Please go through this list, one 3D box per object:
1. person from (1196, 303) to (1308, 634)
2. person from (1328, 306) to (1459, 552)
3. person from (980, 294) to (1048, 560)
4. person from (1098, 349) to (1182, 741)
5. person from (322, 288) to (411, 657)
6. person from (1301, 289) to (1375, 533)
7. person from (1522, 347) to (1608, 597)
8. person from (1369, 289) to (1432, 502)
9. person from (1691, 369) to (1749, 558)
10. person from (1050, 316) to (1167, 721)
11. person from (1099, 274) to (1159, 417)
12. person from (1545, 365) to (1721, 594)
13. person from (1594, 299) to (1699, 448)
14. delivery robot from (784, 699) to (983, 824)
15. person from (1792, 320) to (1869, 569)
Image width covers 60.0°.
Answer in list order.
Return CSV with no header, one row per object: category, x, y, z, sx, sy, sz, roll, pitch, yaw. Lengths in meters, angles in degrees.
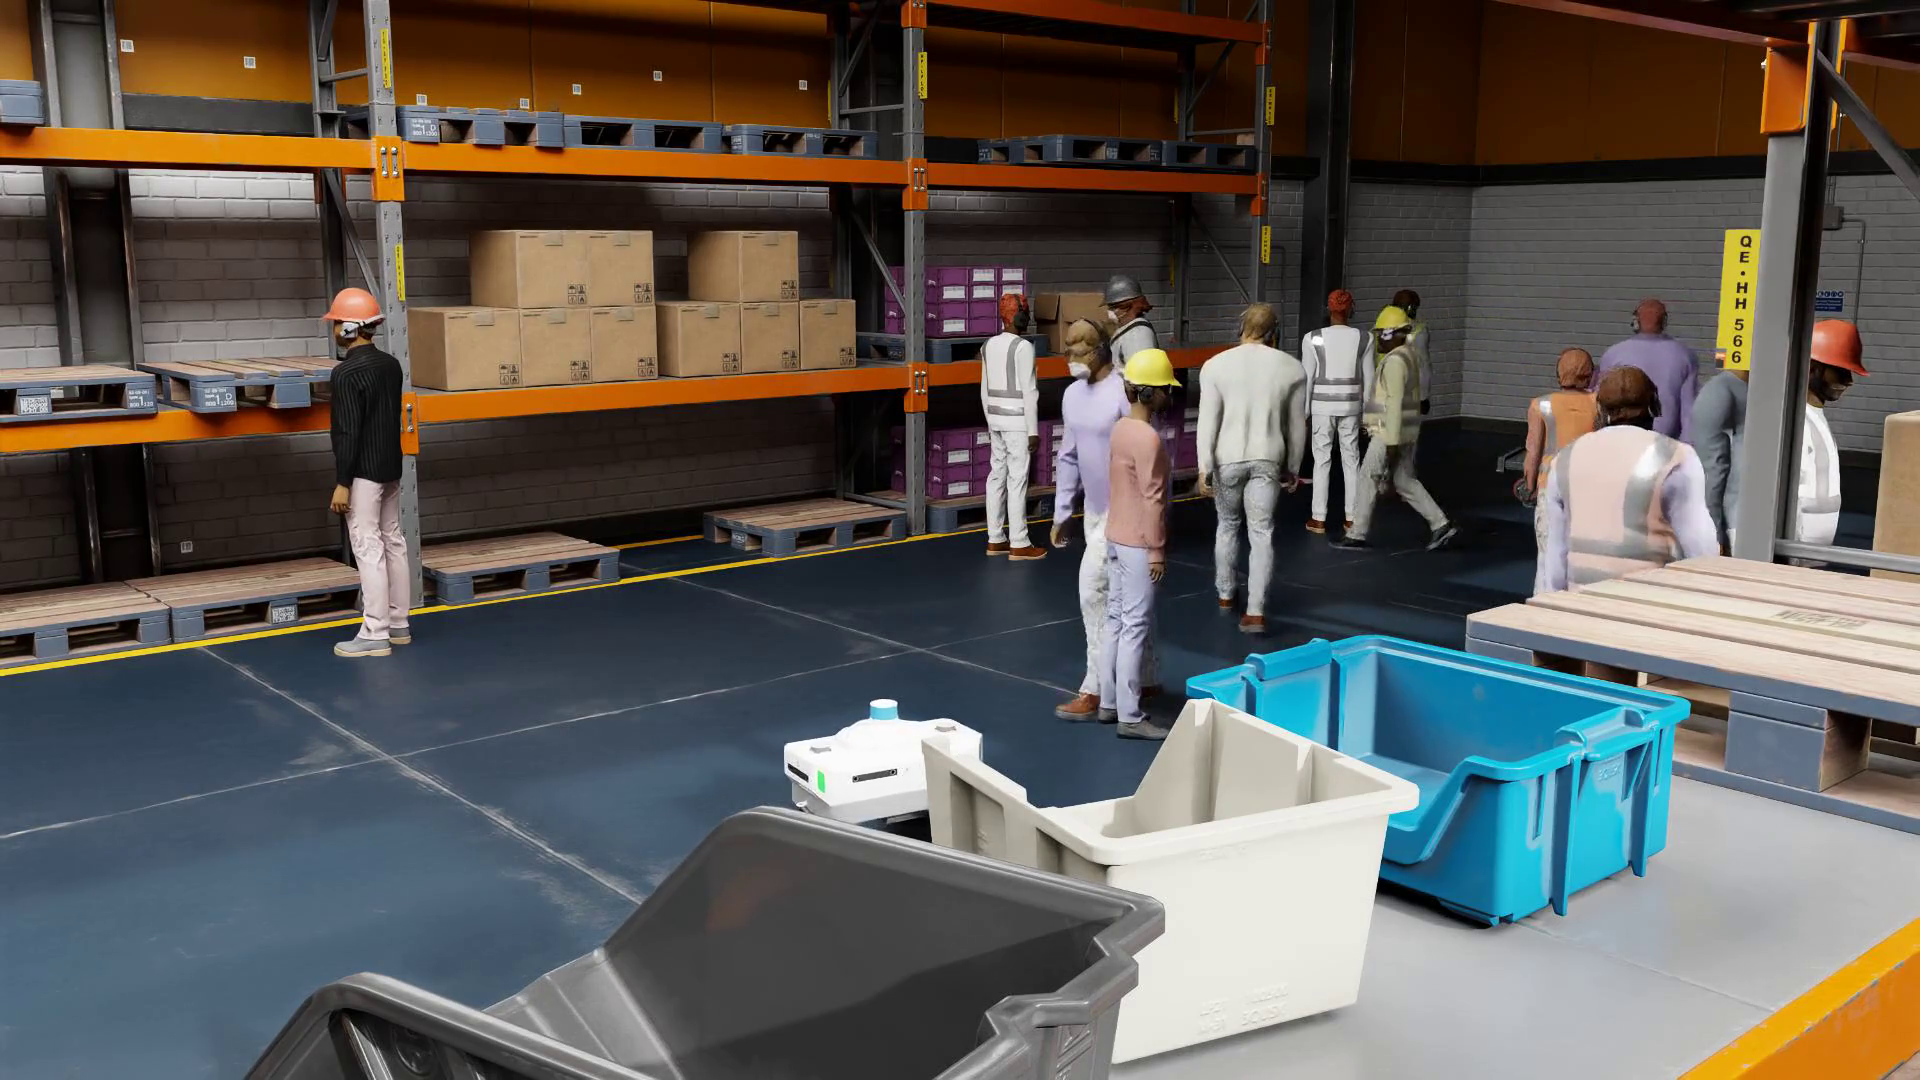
person,1.695,-0.433,9.736,0.653,1.879,0.996,1,10,5
person,3.190,-0.791,12.037,0.863,1.794,0.600,5,11,25
person,0.374,-0.798,11.802,0.356,1.882,0.572,-7,12,-35
person,0.828,0.017,7.564,0.328,1.767,0.532,-2,10,-12
person,-3.230,-0.365,9.058,0.375,1.997,0.612,1,10,7
person,2.907,-0.988,12.863,0.585,1.882,0.337,0,10,0
person,3.517,-0.287,9.615,0.514,1.642,0.310,2,10,12
person,3.847,-1.254,14.493,0.430,1.838,0.620,-7,12,-36
person,3.477,-0.054,7.478,0.370,1.940,0.630,9,14,42
person,0.645,-0.099,7.848,0.761,1.891,0.649,-5,11,-25
person,1.136,-0.866,11.739,0.536,2.000,0.672,1,10,5
person,2.462,0.243,6.256,0.962,1.790,0.629,-4,11,-24
person,4.681,-0.723,11.464,0.650,1.850,1.002,0,10,2
delivery robot,-0.280,0.832,6.129,0.707,0.478,0.477,-6,12,-29
person,3.462,0.063,6.854,0.377,1.928,0.542,6,12,30
